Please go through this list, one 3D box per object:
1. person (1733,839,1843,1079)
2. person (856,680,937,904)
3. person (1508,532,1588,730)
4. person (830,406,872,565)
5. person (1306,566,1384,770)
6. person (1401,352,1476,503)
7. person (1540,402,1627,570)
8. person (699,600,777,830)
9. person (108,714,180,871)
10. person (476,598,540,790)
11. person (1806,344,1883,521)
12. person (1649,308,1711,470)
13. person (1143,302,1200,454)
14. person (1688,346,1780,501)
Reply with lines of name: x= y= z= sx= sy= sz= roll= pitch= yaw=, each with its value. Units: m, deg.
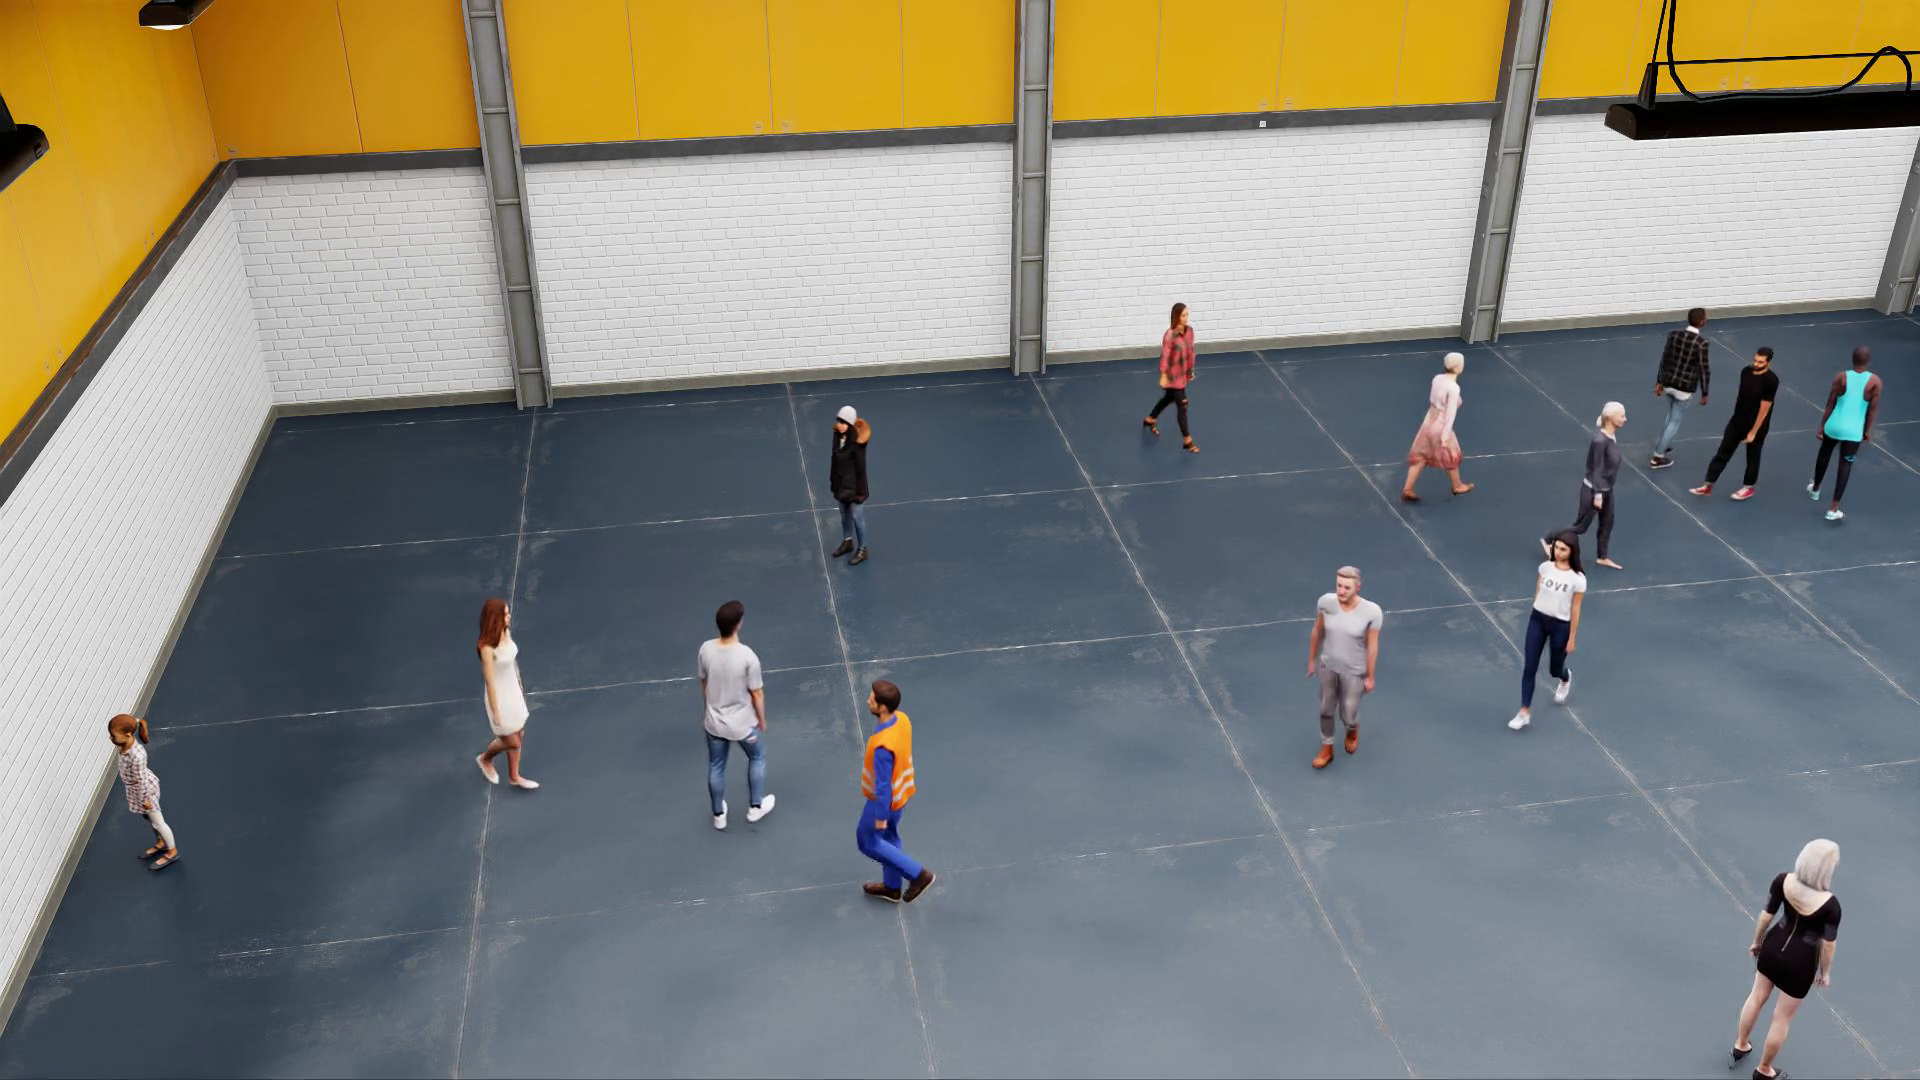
person: x=5.057 y=2.591 z=10.195 sx=0.685 sy=1.829 sz=0.689 roll=-20 pitch=34 yaw=-32
person: x=-0.423 y=1.807 z=11.609 sx=0.914 sy=1.852 sz=0.850 roll=5 pitch=29 yaw=10
person: x=4.918 y=0.723 z=13.699 sx=1.139 sy=1.753 sz=0.973 roll=-24 pitch=37 yaw=-36
person: x=-1.067 y=-0.553 z=16.165 sx=0.735 sy=1.632 sz=0.774 roll=25 pitch=37 yaw=38
person: x=3.066 y=0.977 z=13.169 sx=0.905 sy=1.814 sz=0.965 roll=17 pitch=33 yaw=29
person: x=4.869 y=-1.115 z=17.178 sx=1.092 sy=1.648 sz=0.738 roll=-10 pitch=30 yaw=-17
person: x=6.084 y=-0.522 z=16.032 sx=1.052 sy=1.705 sz=1.014 roll=19 pitch=34 yaw=31
person: x=-1.730 y=1.338 z=12.447 sx=0.764 sy=1.873 sz=0.858 roll=5 pitch=29 yaw=10
person: x=-5.977 y=1.809 z=12.171 sx=0.640 sy=1.310 sz=0.606 roll=-23 pitch=36 yaw=-35
person: x=-3.611 y=1.207 z=12.874 sx=0.840 sy=1.694 sz=0.744 roll=9 pitch=30 yaw=16
person: x=9.026 y=-1.083 z=16.977 sx=1.045 sy=1.785 sz=1.059 roll=17 pitch=33 yaw=28
person: x=7.692 y=-1.614 z=17.934 sx=0.833 sy=1.800 sz=0.777 roll=-13 pitch=31 yaw=-22
person: x=2.347 y=-1.841 z=18.491 sx=1.094 sy=1.666 sz=1.062 roll=-25 pitch=37 yaw=-38
person: x=8.261 y=-1.204 z=17.262 sx=1.051 sy=1.724 sz=0.809 roll=-14 pitch=32 yaw=-24
